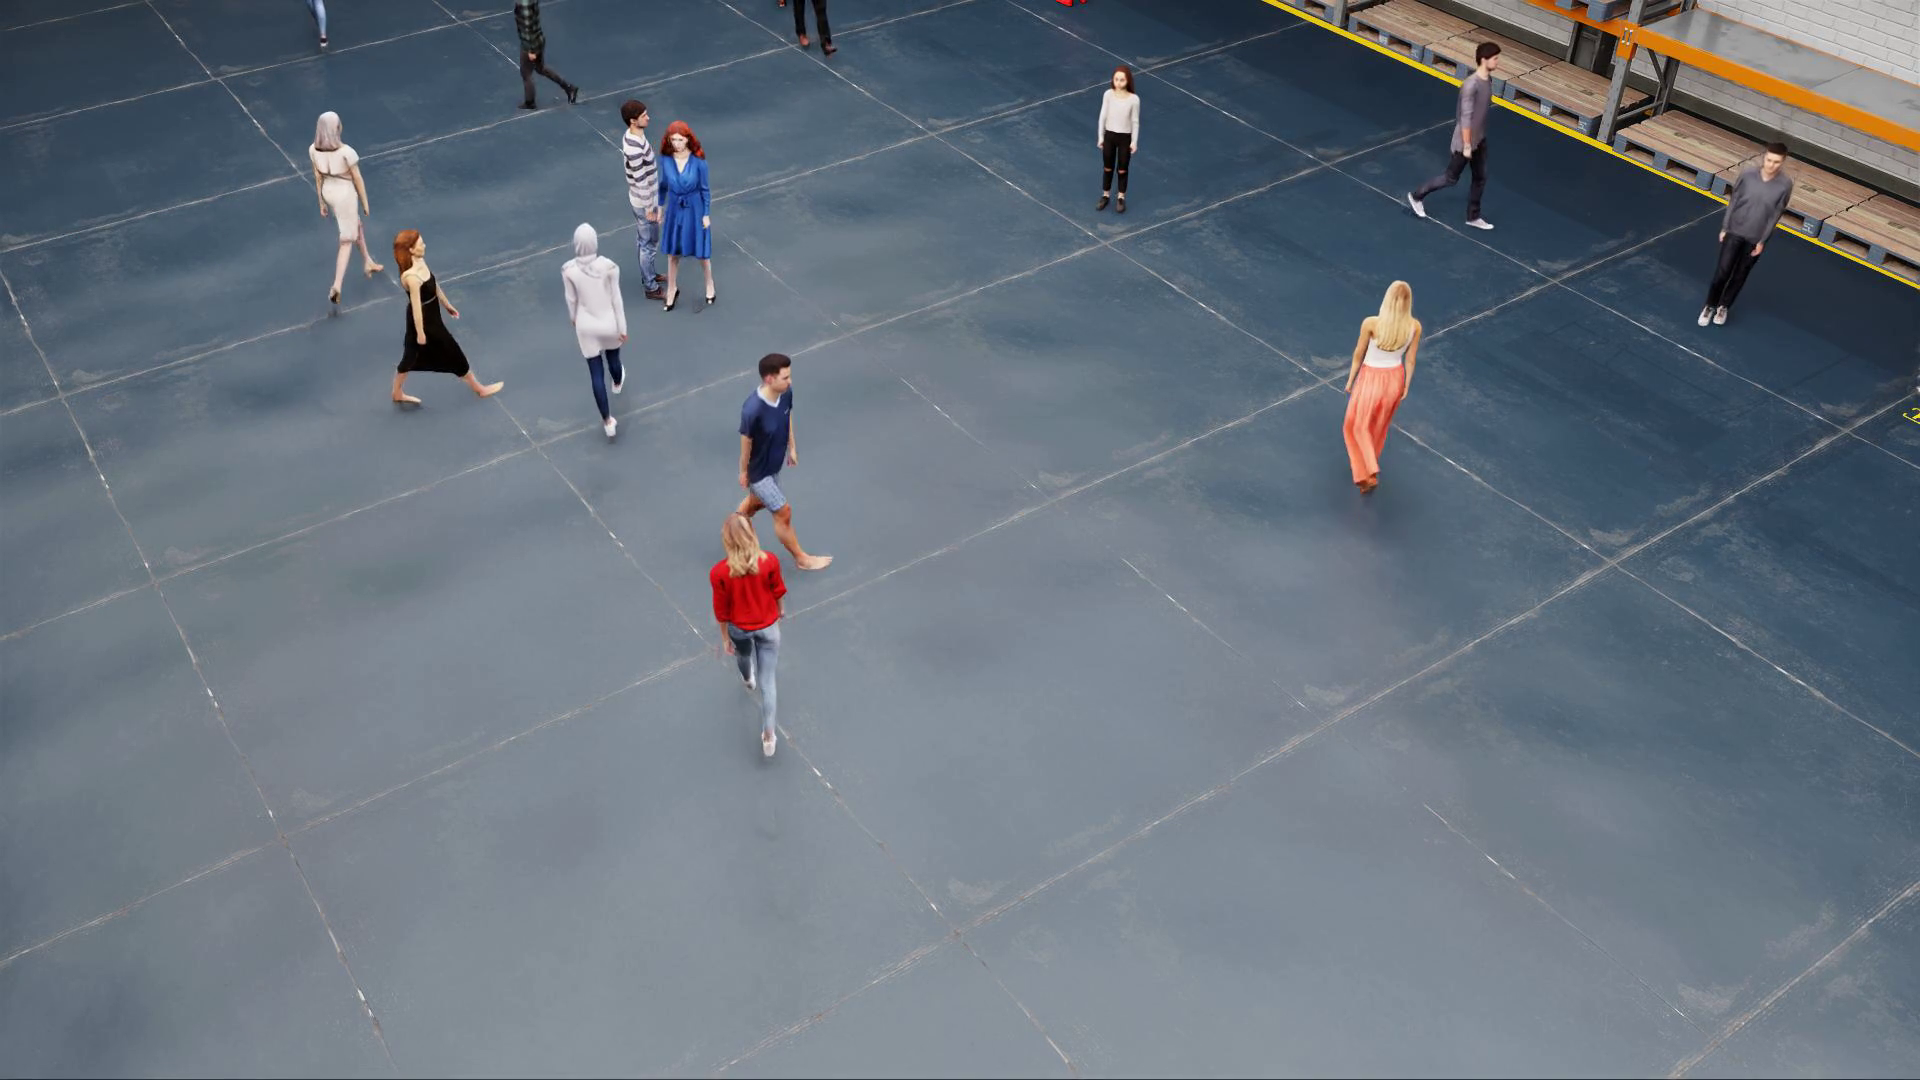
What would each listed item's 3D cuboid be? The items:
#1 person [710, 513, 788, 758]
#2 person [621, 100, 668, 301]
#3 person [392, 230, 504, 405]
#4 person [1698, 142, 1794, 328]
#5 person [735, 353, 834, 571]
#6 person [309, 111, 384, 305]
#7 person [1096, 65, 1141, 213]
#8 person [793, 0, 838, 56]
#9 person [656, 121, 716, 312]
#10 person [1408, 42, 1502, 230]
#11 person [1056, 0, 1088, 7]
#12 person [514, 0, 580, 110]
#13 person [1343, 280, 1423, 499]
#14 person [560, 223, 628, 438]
[{"bbox_3d":[-1.286,0.616,10.497,0.961,1.657,1.226,-6,39,-7],"label":"person"},{"bbox_3d":[-2.847,-3.071,14.956,0.778,1.854,0.614,-8,39,-10],"label":"person"},{"bbox_3d":[-4.451,-1.752,13.536,0.935,1.566,1.151,-7,39,-9],"label":"person"},{"bbox_3d":[6.925,-2.710,14.589,0.713,1.748,0.794,17,42,21],"label":"person"},{"bbox_3d":[-1.478,-0.537,11.839,1.216,1.784,0.986,22,44,25],"label":"person"},{"bbox_3d":[-5.564,-2.929,14.909,1.141,1.692,1.157,8,39,10],"label":"person"},{"bbox_3d":[1.559,-3.959,16.365,0.594,1.484,0.678,12,40,14],"label":"person"},{"bbox_3d":[-1.822,-6.583,19.471,0.825,1.709,1.180,-16,41,-19],"label":"person"},{"bbox_3d":[-2.392,-2.878,14.753,0.800,1.806,0.871,16,41,19],"label":"person"},{"bbox_3d":[4.808,-3.879,15.992,1.165,1.825,0.848,29,47,31],"label":"person"},{"bbox_3d":[1.431,-7.560,20.617,0.657,1.805,0.529,-21,43,-24],"label":"person"},{"bbox_3d":[-4.640,-5.491,18.259,1.039,1.698,1.061,0,39,0],"label":"person"},{"bbox_3d":[3.163,-1.099,12.543,0.963,1.785,1.090,1,39,2],"label":"person"},{"bbox_3d":[-2.889,-1.636,13.253,0.997,1.737,1.208,-3,39,-4],"label":"person"}]
